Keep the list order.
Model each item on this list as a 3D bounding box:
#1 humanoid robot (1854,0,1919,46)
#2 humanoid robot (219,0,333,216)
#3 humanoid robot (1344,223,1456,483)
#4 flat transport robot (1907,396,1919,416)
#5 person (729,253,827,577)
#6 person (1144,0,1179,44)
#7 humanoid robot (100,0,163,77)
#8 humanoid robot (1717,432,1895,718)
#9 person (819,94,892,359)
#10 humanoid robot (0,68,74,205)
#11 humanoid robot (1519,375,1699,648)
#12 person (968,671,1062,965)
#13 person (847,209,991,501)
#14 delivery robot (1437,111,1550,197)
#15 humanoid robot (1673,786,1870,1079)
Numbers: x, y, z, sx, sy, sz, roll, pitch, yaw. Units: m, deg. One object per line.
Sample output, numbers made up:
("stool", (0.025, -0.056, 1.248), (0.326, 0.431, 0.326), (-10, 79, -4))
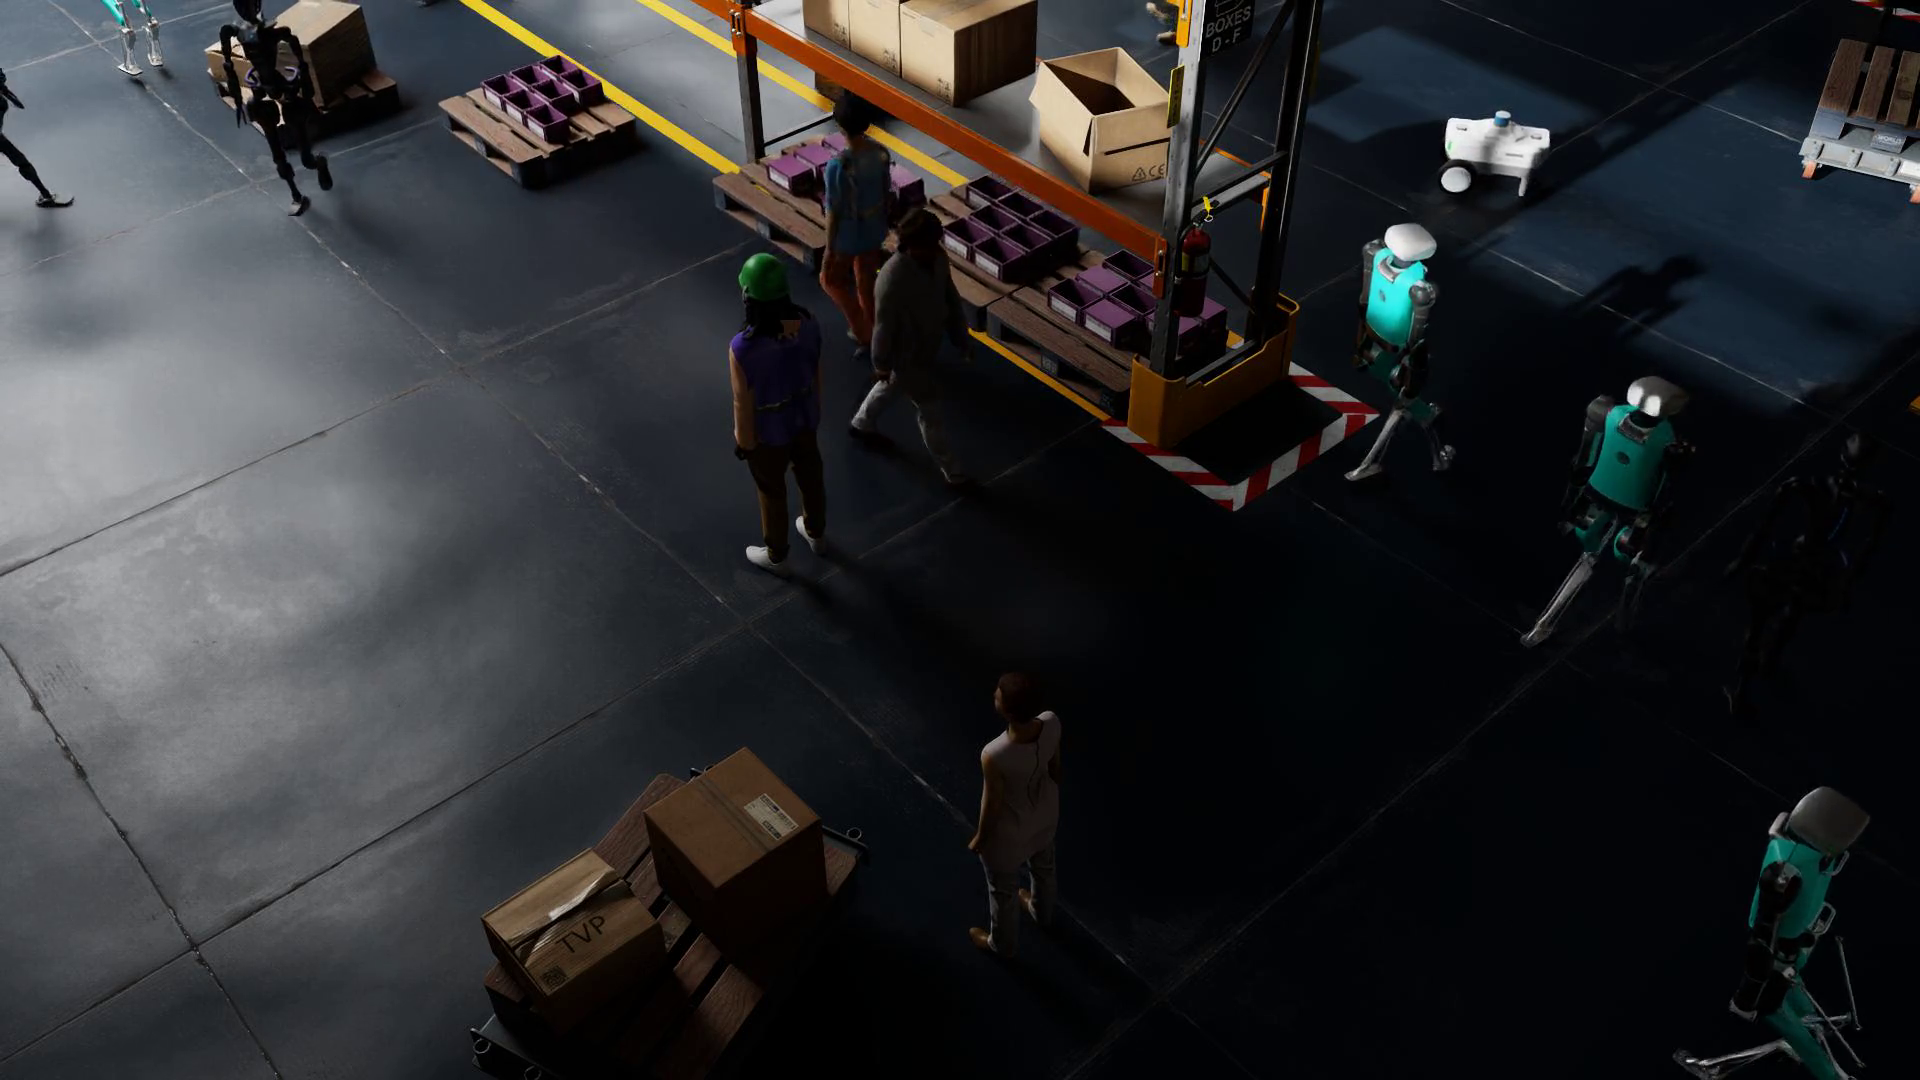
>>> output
("humanoid robot", (7.673, -4.708, 13.181), (0.526, 1.643, 0.599), (9, 43, 9))
("humanoid robot", (-4.661, -3.036, 11.353), (0.612, 1.641, 0.425), (0, 43, 0))
("humanoid robot", (2.536, -0.978, 9.125), (0.865, 1.853, 0.555), (-19, 46, -19))
("flat transport robot", (6.467, -0.989, 10.171), (1.431, 0.231, 0.659), (-31, 51, -29))
("person", (-0.919, -0.617, 8.538), (0.544, 1.930, 0.401), (-32, 51, -30))
("person", (1.729, -4.941, 13.335), (0.641, 1.805, 0.536), (28, 50, 27))
("humanoid robot", (-6.462, -4.328, 12.624), (0.531, 1.668, 0.750), (-31, 51, -29))
("humanoid robot", (3.972, 0.129, 7.921), (0.610, 1.646, 0.496), (8, 43, 8))
("person", (-0.629, -1.848, 10.005), (0.523, 1.749, 0.424), (-34, 52, -31))
("humanoid robot", (-6.693, -2.976, 11.340), (0.723, 1.626, 0.610), (2, 43, 2))
("humanoid robot", (3.320, -0.129, 8.214), (0.802, 1.846, 0.536), (-32, 51, -30))
("person", (0.231, 1.134, 6.832), (0.459, 1.659, 0.278), (-32, 51, -30))
("person", (-0.266, -1.071, 9.153), (0.997, 1.786, 0.511), (23, 47, 23))
("delivery robot", (3.792, -2.778, 11.917), (0.781, 0.610, 0.509), (10, 43, 10))
("humanoid robot", (3.274, 1.719, 6.162), (0.979, 1.769, 0.553), (31, 51, 29))
